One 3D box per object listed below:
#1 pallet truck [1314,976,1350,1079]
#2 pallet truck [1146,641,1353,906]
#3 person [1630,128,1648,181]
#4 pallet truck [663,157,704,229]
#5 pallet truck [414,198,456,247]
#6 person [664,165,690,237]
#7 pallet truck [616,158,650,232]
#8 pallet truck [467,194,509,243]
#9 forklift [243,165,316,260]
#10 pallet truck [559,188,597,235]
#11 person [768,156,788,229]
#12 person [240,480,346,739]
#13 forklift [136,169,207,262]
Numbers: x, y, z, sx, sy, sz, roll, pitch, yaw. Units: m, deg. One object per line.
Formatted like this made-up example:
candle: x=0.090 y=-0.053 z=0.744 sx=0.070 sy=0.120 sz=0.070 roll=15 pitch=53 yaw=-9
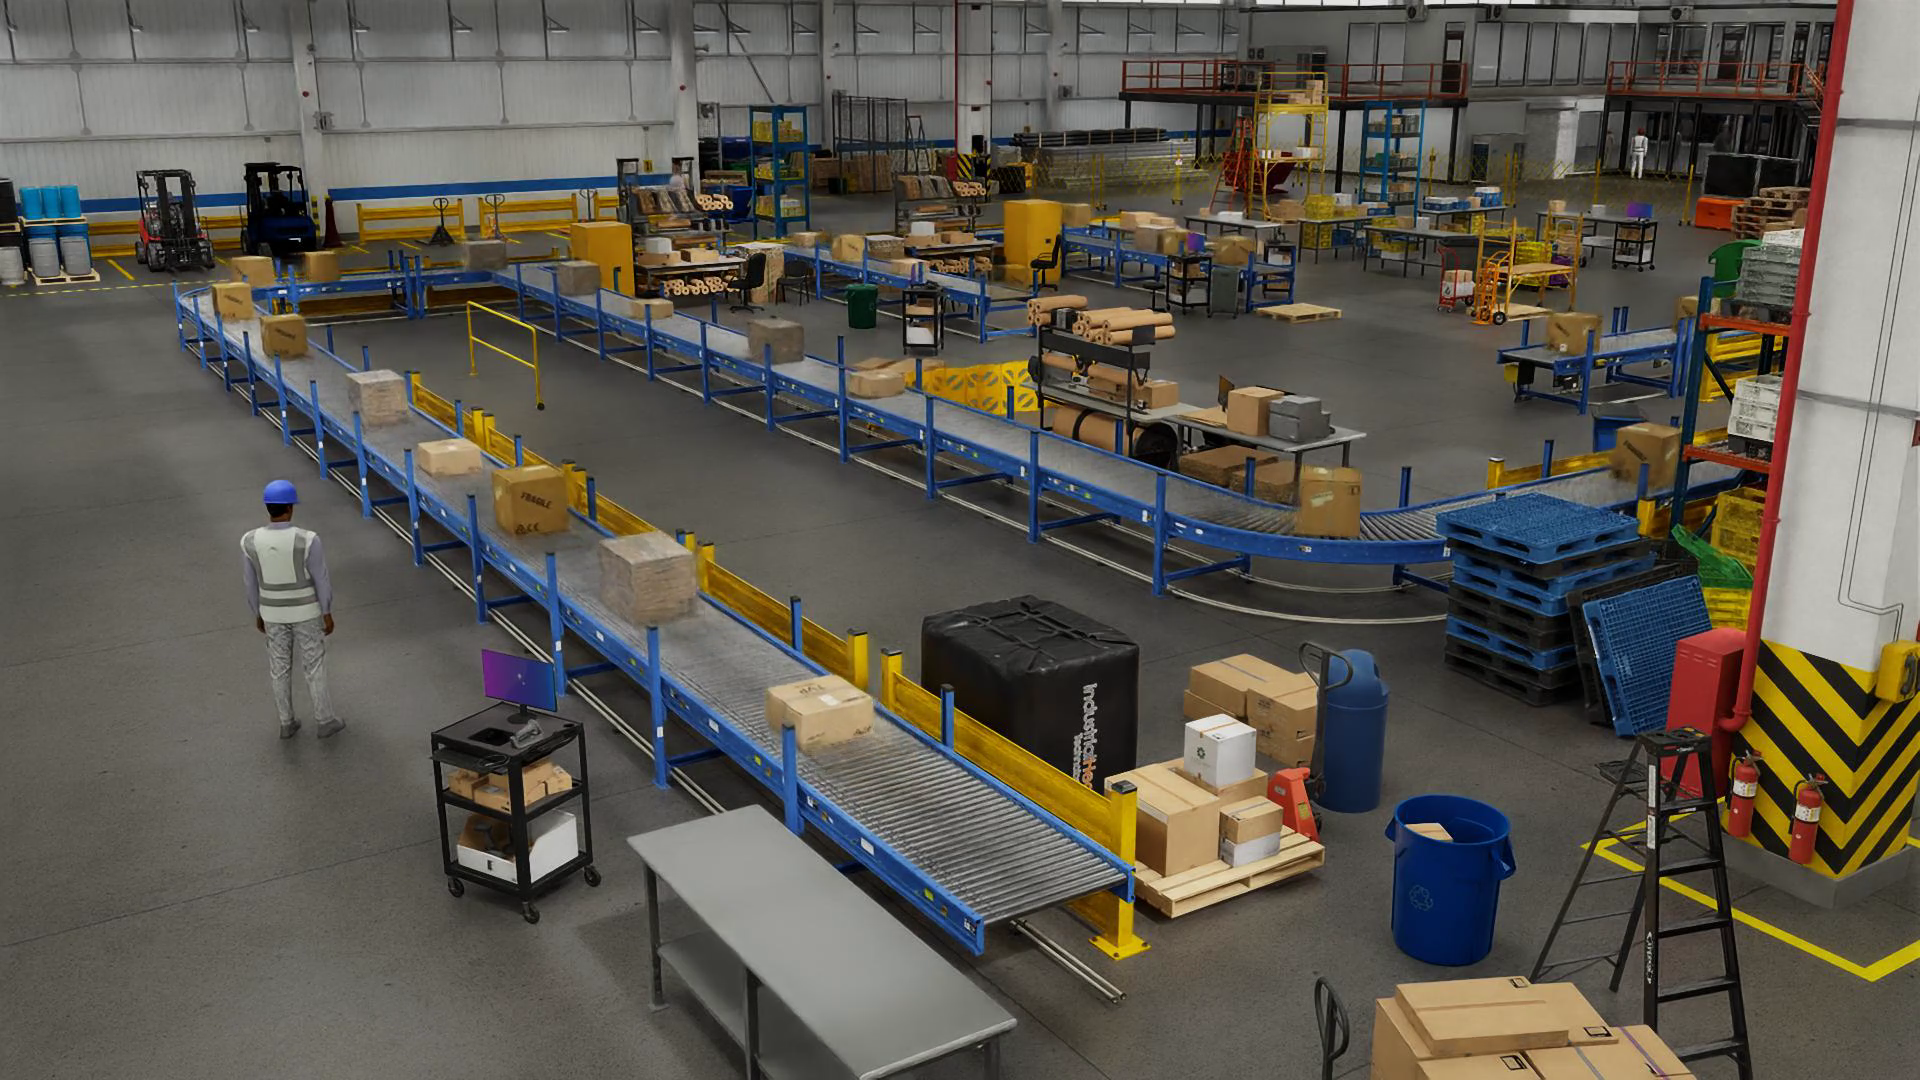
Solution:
pallet truck: x=2.299 y=2.390 z=7.086 sx=1.601 sy=1.201 sz=0.680 roll=-2 pitch=17 yaw=-7
pallet truck: x=1.664 y=1.407 z=10.232 sx=1.630 sy=1.274 sz=0.653 roll=-10 pitch=20 yaw=-31
person: x=24.835 y=-14.116 z=60.889 sx=0.575 sy=1.882 sz=0.360 roll=12 pitch=21 yaw=36
pallet truck: x=-7.586 y=-9.308 z=44.692 sx=0.823 sy=1.965 sz=1.885 roll=-11 pitch=20 yaw=-33
pallet truck: x=-13.250 y=-8.060 z=41.856 sx=0.680 sy=1.201 sz=1.601 roll=-10 pitch=20 yaw=-31
person: x=-7.365 y=-8.833 z=43.356 sx=0.991 sy=1.862 sz=0.641 roll=-8 pitch=18 yaw=-24
pallet truck: x=-8.918 y=-9.176 z=44.255 sx=0.823 sy=1.965 sz=1.885 roll=-9 pitch=19 yaw=-27
pallet truck: x=-11.983 y=-8.177 z=42.137 sx=0.704 sy=1.261 sz=1.522 roll=-11 pitch=20 yaw=-33
forklift: x=-15.898 y=-7.669 z=38.708 sx=1.157 sy=1.987 sz=2.680 roll=-11 pitch=20 yaw=-33
pallet truck: x=-10.010 y=-8.652 z=43.699 sx=0.653 sy=1.274 sz=1.630 roll=-10 pitch=20 yaw=-31
person: x=-4.983 y=-9.475 z=45.251 sx=0.610 sy=1.990 sz=1.032 roll=3 pitch=17 yaw=9
person: x=-4.851 y=0.519 z=12.094 sx=0.602 sy=1.939 sz=0.397 roll=0 pitch=17 yaw=1
forklift: x=-17.842 y=-7.318 z=37.559 sx=1.157 sy=1.987 sz=2.680 roll=-10 pitch=20 yaw=-31
